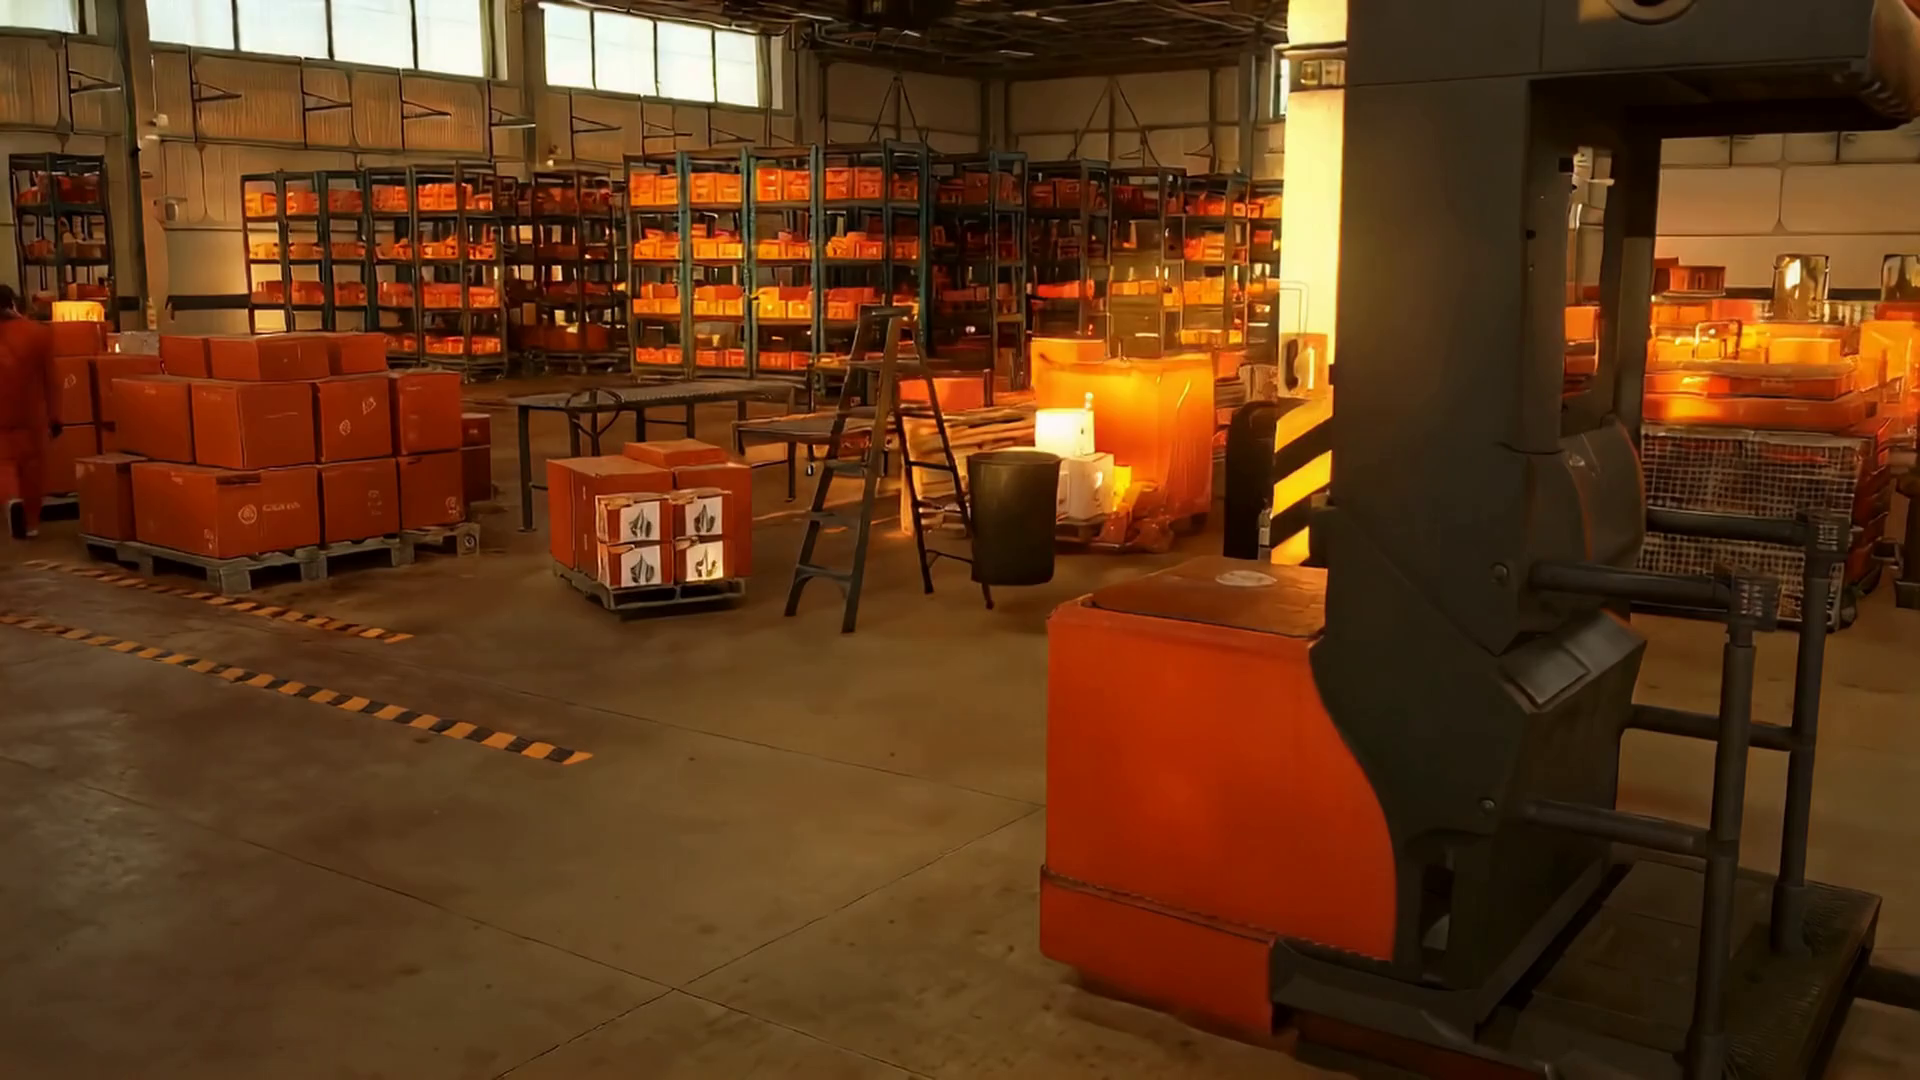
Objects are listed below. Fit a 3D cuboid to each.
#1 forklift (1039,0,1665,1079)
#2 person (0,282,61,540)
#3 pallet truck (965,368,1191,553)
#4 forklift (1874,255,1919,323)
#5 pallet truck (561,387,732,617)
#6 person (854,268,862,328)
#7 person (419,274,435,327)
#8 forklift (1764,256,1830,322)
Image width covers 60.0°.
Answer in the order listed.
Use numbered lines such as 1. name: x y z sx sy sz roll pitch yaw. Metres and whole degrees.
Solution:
1. forklift: 1.249 -0.137 4.360 1.873 2.768 1.129 7 12 35
2. person: -6.797 -0.902 11.921 0.653 1.882 0.768 -7 12 -37
3. pallet truck: 0.845 -0.609 11.869 1.630 1.274 0.653 7 12 35
4. forklift: 22.089 -5.634 38.796 1.157 1.987 2.680 6 11 33
5. pallet truck: -1.981 -0.274 10.088 0.680 1.201 1.601 -5 11 -28
6. person: -2.078 -4.612 33.497 0.372 2.044 0.608 -1 10 -8
7. person: -11.558 -4.893 36.074 0.359 1.742 0.563 4 11 25
8. forklift: 20.253 -5.854 40.139 1.157 1.987 2.680 7 12 35
